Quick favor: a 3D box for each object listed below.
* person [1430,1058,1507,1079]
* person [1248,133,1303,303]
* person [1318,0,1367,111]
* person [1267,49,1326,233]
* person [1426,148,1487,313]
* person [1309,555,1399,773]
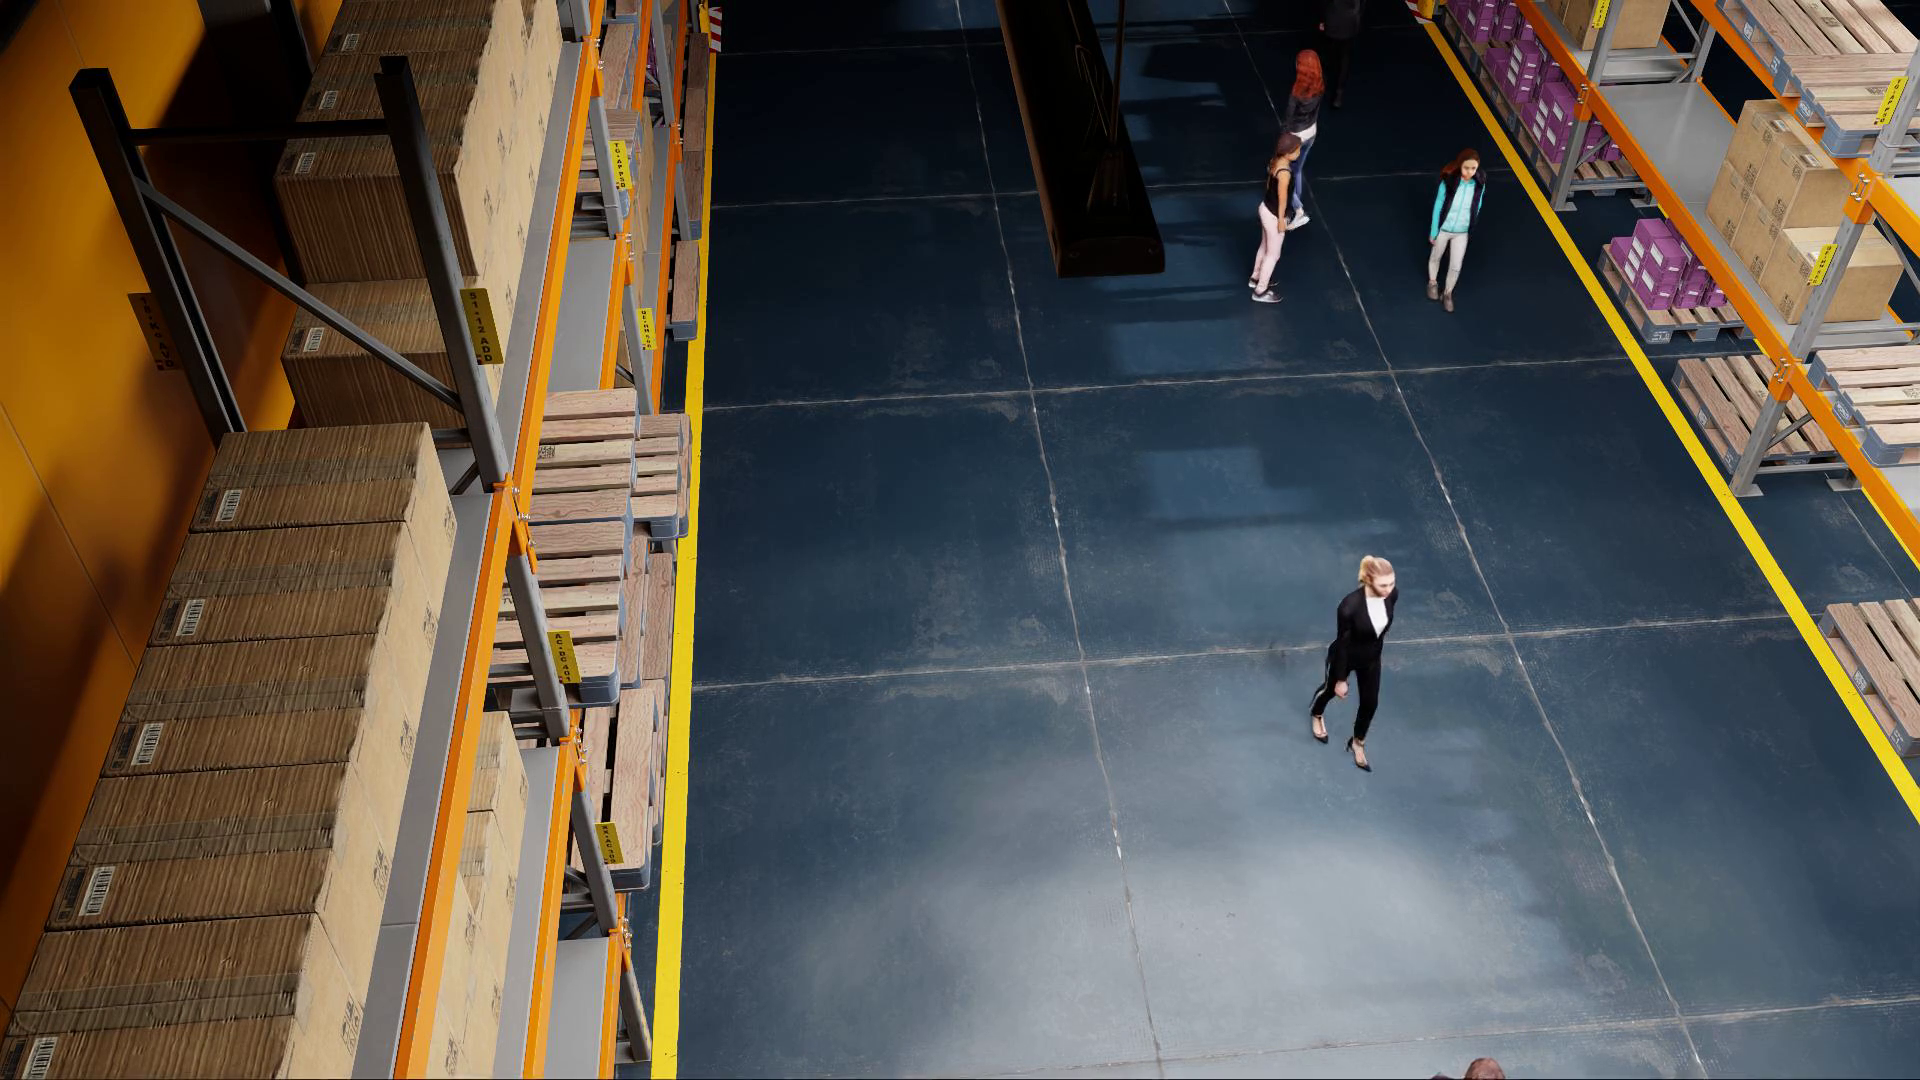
[{"bbox_3d":[2.311,2.957,7.873,0.720,1.840,0.737,20,47,20],"label":"person"},{"bbox_3d":[2.652,-2.738,14.054,0.644,1.561,0.440,-4,44,-5],"label":"person"},{"bbox_3d":[3.771,-5.111,16.406,0.823,1.753,1.185,8,44,8],"label":"person"},{"bbox_3d":[3.020,-3.446,14.643,0.770,1.774,0.854,-25,49,-24],"label":"person"},{"bbox_3d":[4.144,-2.689,14.059,0.615,1.483,0.713,3,44,4],"label":"person"},{"bbox_3d":[2.399,0.685,10.373,0.759,1.683,0.878,-15,46,-16],"label":"person"}]
